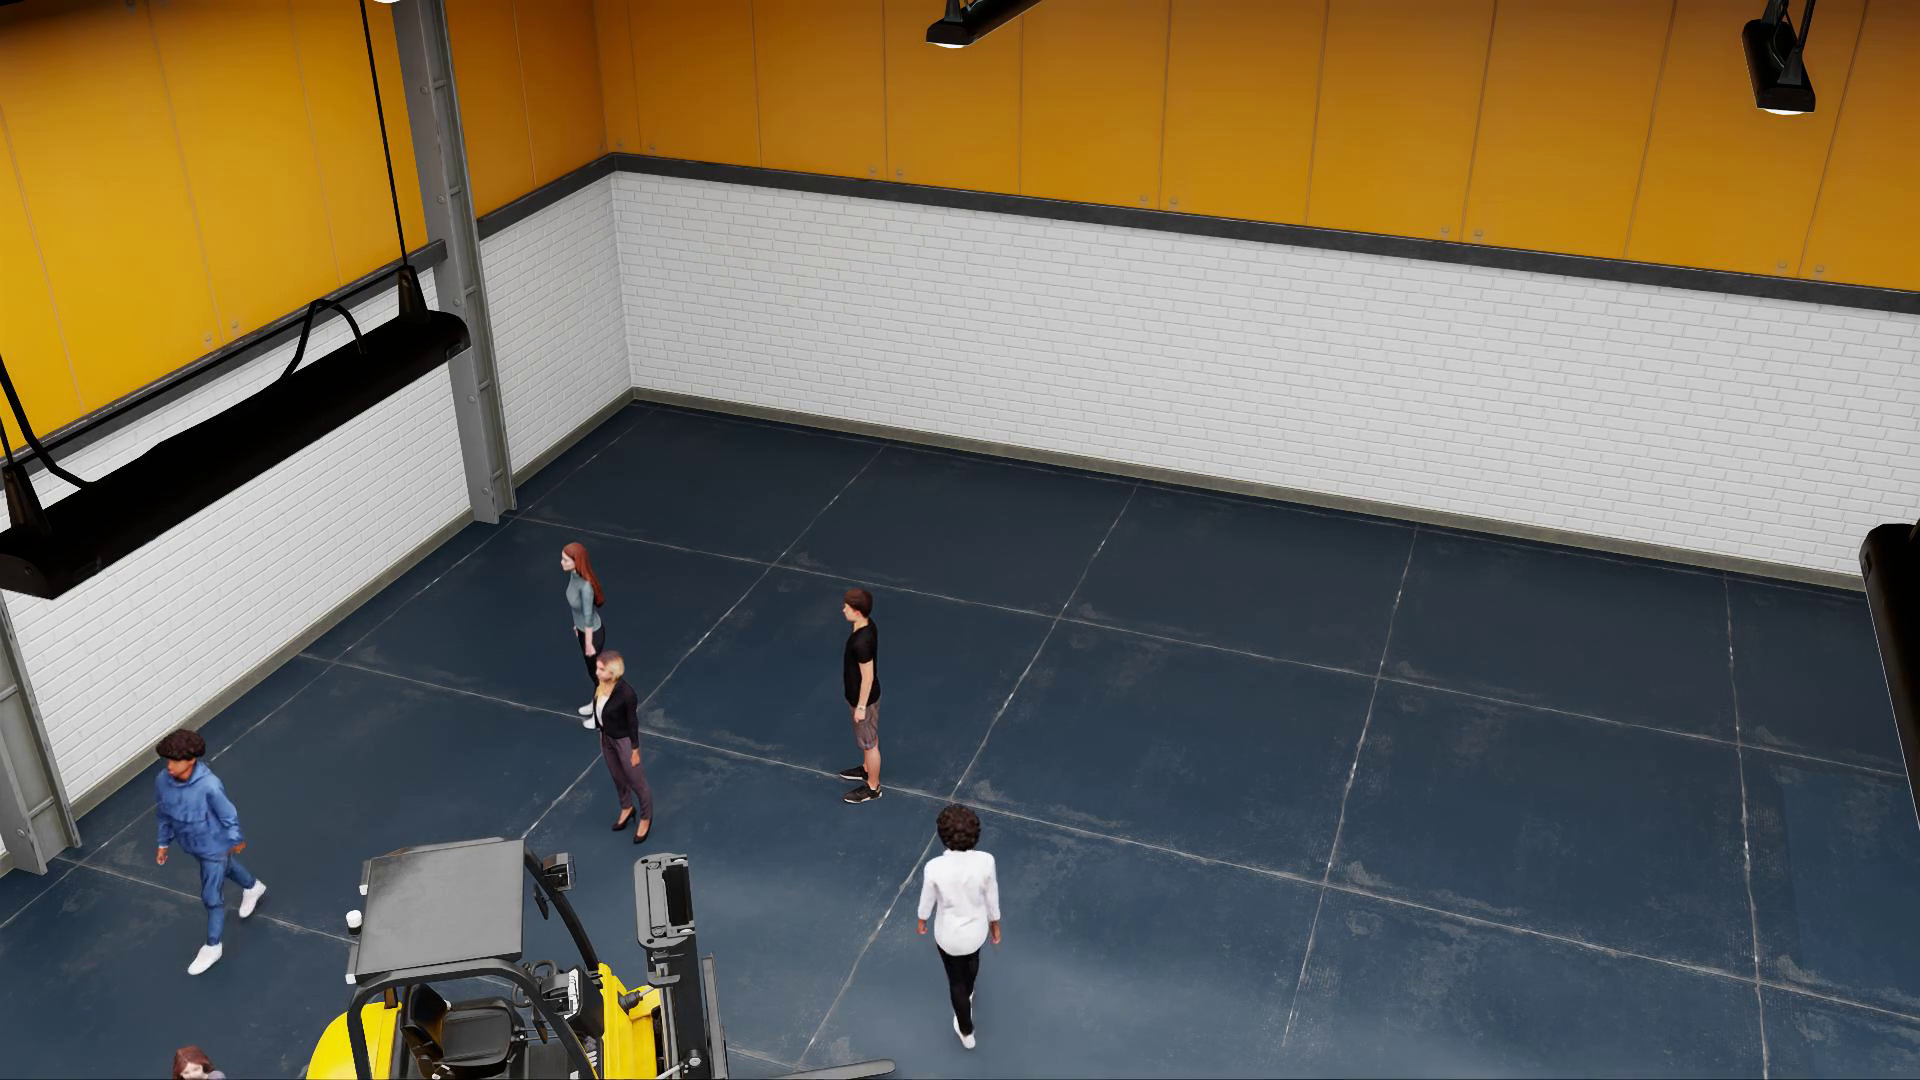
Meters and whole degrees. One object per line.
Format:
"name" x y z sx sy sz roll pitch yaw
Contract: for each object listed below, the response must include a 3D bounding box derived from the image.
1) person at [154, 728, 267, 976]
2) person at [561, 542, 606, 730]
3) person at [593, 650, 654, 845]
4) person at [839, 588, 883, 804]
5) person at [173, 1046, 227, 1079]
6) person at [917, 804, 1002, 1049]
"person" -5.210 2.033 11.607 0.673 1.779 1.111 10 30 17
"person" -3.107 0.783 13.939 0.728 1.740 0.653 -10 30 -17
"person" -2.551 1.549 12.609 0.653 1.668 0.628 21 35 33
"person" -0.760 1.199 13.051 0.830 1.861 0.686 -3 29 -6
"person" -4.444 3.405 9.795 0.518 1.105 0.599 -18 33 -30
"person" 0.033 2.533 10.684 0.931 1.785 1.025 -7 29 -12
